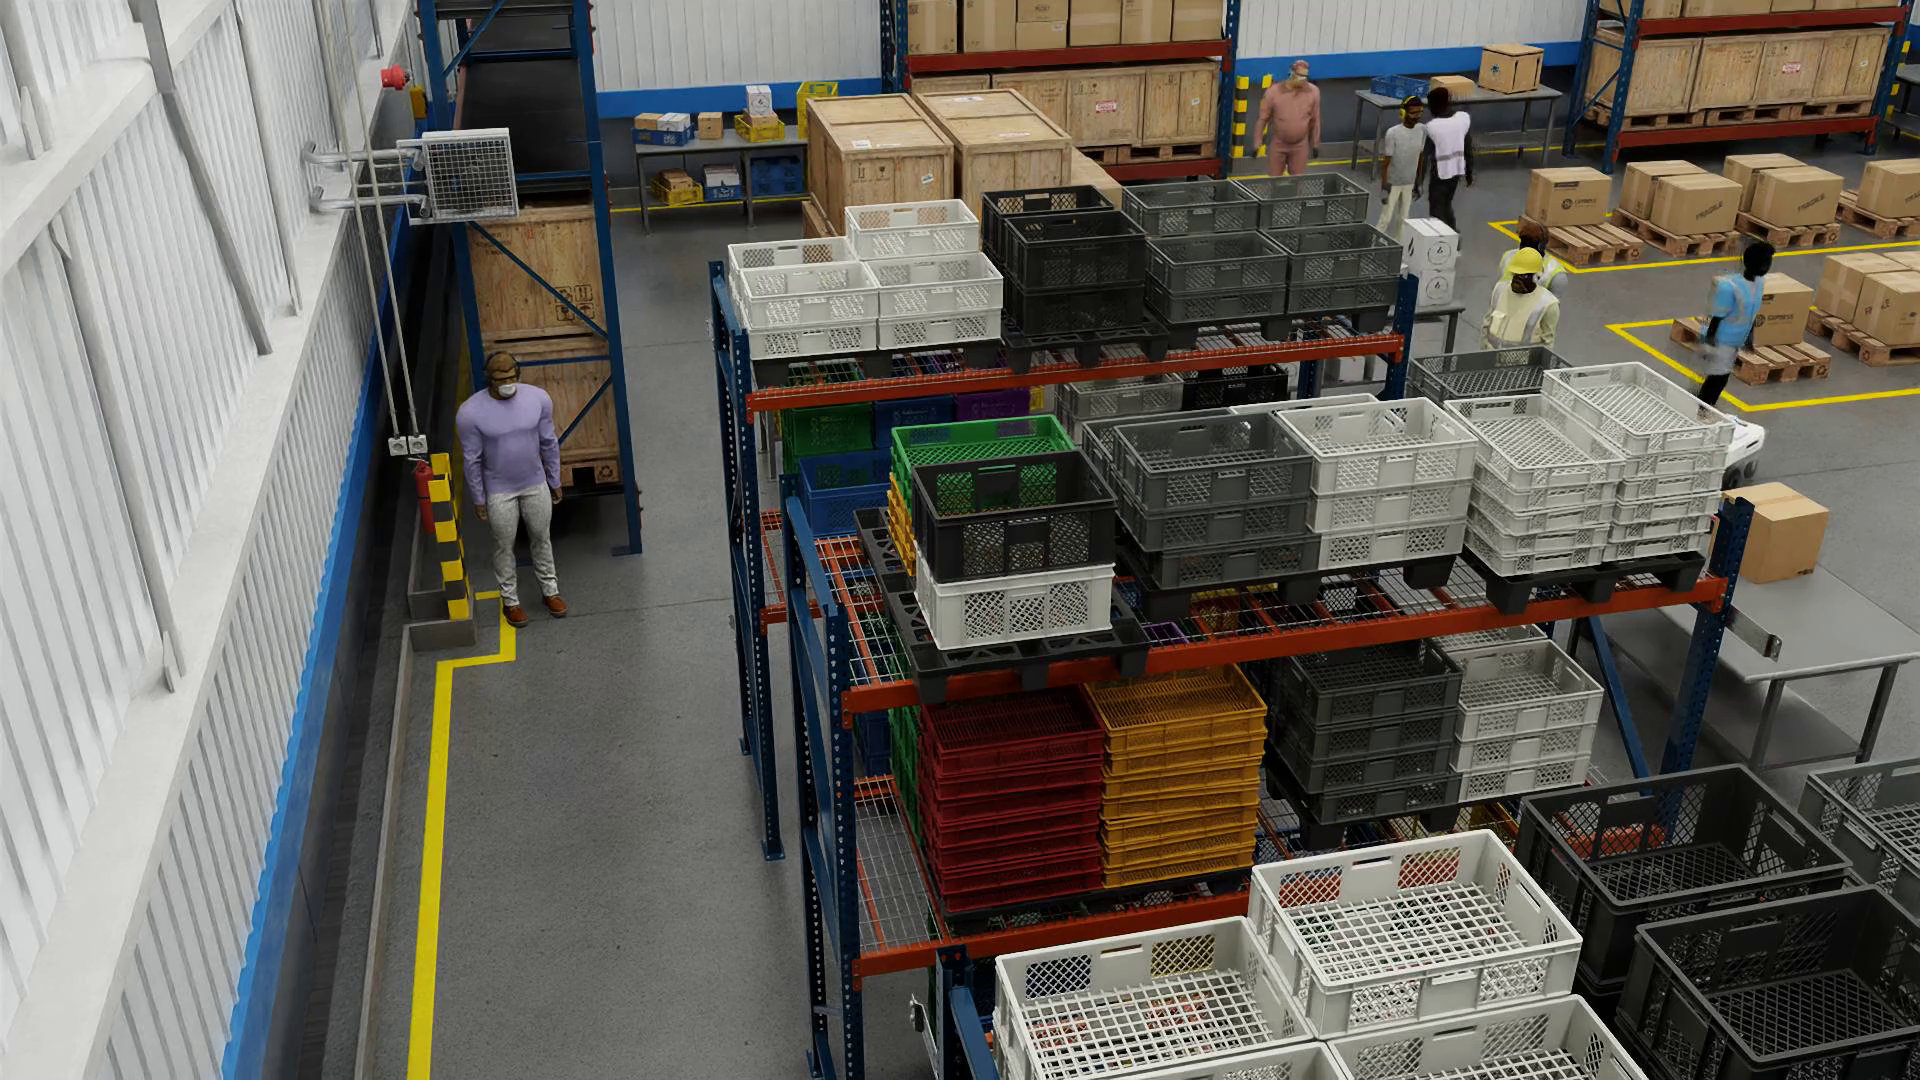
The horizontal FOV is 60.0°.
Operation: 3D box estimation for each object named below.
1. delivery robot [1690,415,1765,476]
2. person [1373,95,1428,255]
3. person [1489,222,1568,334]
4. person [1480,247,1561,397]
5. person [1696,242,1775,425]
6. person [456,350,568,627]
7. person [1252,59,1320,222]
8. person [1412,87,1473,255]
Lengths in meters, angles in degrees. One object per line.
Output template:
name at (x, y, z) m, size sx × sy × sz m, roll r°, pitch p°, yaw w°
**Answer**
delivery robot at (5.983, -0.744, 13.030) m, size 0.707 × 0.478 × 0.477 m, roll -22°, pitch 35°, yaw -35°
person at (4.615, -3.721, 17.389) m, size 0.507 × 1.860 × 0.347 m, roll -11°, pitch 30°, yaw -19°
person at (4.541, -1.686, 13.542) m, size 0.430 × 1.845 × 0.619 m, roll -20°, pitch 34°, yaw -33°
person at (4.309, -1.403, 13.016) m, size 0.403 × 1.833 × 0.586 m, roll -24°, pitch 36°, yaw -37°
person at (6.329, -1.634, 13.631) m, size 0.549 × 1.671 × 0.549 m, roll -21°, pitch 34°, yaw -34°
person at (-2.914, -0.351, 10.918) m, size 0.626 × 1.933 × 0.371 m, roll -15°, pitch 31°, yaw -27°
person at (3.689, -4.484, 18.808) m, size 0.755 × 1.891 × 0.439 m, roll -1°, pitch 28°, yaw -2°
person at (5.119, -3.871, 17.664) m, size 0.686 × 1.861 × 0.478 m, roll -15°, pitch 31°, yaw -26°
